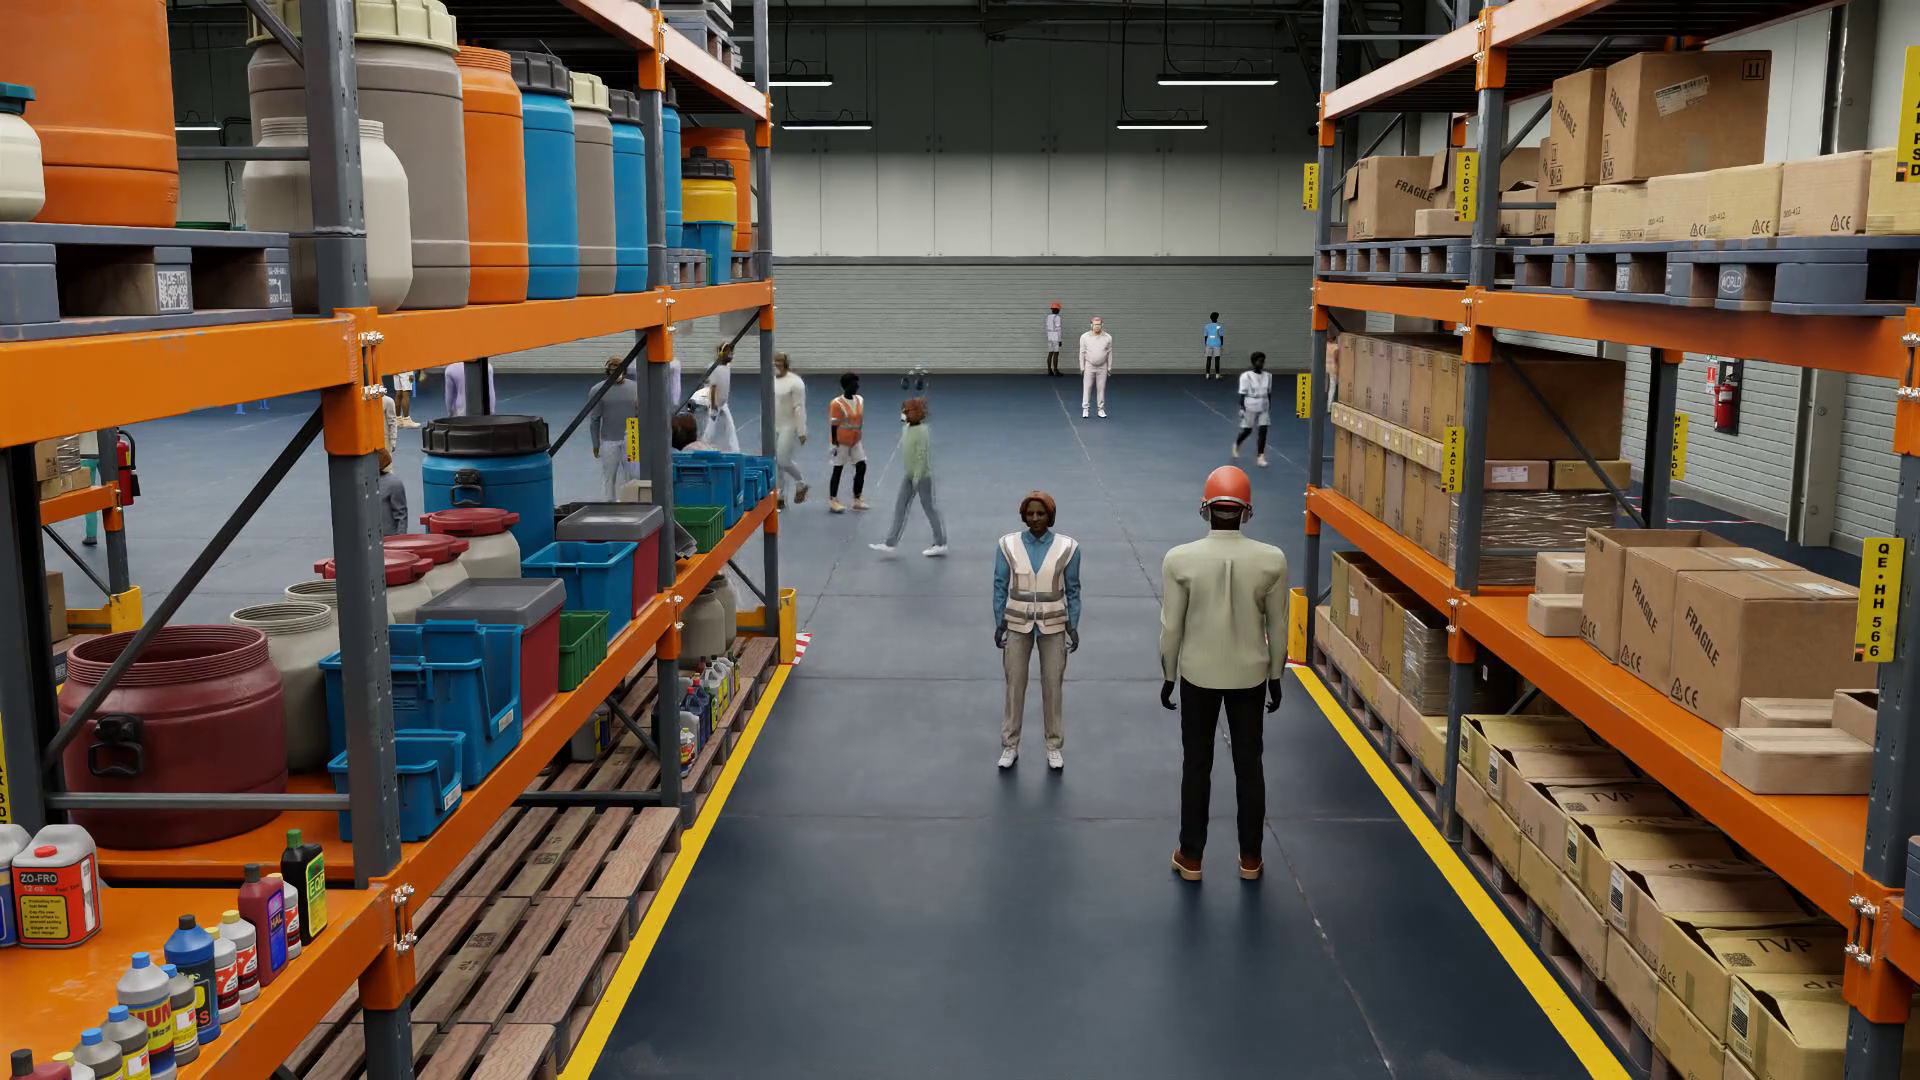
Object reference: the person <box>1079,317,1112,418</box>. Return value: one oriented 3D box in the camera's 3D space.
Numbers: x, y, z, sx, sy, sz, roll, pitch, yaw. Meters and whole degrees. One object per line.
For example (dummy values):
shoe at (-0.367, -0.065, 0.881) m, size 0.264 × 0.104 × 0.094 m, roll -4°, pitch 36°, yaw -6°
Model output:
person at (2.598, -3.288, 31.737) m, size 0.640 × 1.910 × 0.401 m, roll -1°, pitch 10°, yaw -5°

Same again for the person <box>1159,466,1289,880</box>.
person at (1.257, 0.638, 7.962) m, size 0.614 × 1.994 × 0.381 m, roll 0°, pitch 9°, yaw 0°

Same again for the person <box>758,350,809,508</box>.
person at (-2.097, -1.320, 19.915) m, size 0.659 × 1.916 × 0.499 m, roll 8°, pitch 12°, yaw 40°

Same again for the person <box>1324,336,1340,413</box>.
person at (7.281, -3.298, 32.634) m, size 0.523 × 1.626 × 0.367 m, roll 6°, pitch 11°, yaw 32°

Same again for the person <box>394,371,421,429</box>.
person at (-9.943, -3.024, 29.751) m, size 0.614 × 2.042 × 0.373 m, roll 9°, pitch 13°, yaw 42°

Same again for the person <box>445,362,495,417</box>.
person at (-6.704, -1.778, 22.772) m, size 0.644 × 1.879 × 1.037 m, roll -3°, pitch 10°, yaw -18°

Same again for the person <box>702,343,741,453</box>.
person at (-3.395, -1.922, 23.877) m, size 0.916 × 1.801 × 0.553 m, roll 4°, pitch 10°, yaw 23°

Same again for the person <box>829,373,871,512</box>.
person at (-1.324, -1.150, 19.659) m, size 0.577 × 1.660 × 0.551 m, roll 8°, pitch 13°, yaw 41°

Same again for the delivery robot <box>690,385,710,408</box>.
delivery robot at (-5.006, -2.820, 32.827) m, size 0.707 × 0.478 × 0.477 m, roll 9°, pitch 13°, yaw 41°

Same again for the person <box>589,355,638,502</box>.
person at (-3.796, -1.091, 18.512) m, size 0.627 × 1.933 × 0.357 m, roll -3°, pitch 10°, yaw -19°

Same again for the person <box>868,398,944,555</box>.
person at (-0.519, -0.623, 16.703) m, size 0.829 × 1.592 × 0.543 m, roll -5°, pitch 11°, yaw -29°

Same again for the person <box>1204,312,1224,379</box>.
person at (6.456, -4.940, 42.261) m, size 0.533 × 1.698 × 0.318 m, roll 6°, pitch 11°, yaw 30°

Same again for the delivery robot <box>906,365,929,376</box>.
delivery robot at (-1.000, -3.994, 39.082) m, size 0.335 × 0.223 × 0.698 m, roll 6°, pitch 12°, yaw 34°

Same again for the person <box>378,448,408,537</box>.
person at (-4.409, 0.041, 12.615) m, size 0.501 × 1.632 × 0.285 m, roll 4°, pitch 10°, yaw 22°

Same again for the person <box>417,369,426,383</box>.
person at (-13.406, -4.780, 40.406) m, size 0.827 × 2.000 × 0.689 m, roll 7°, pitch 12°, yaw 38°

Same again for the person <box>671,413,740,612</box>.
person at (-2.124, -0.101, 13.026) m, size 0.938 × 1.795 × 0.615 m, roll 0°, pitch 9°, yaw 0°

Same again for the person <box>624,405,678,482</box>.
person at (-2.525, -0.350, 14.138) m, size 0.566 × 1.902 × 0.889 m, roll 4°, pitch 10°, yaw 25°

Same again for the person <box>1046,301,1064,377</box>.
person at (2.471, -5.228, 43.267) m, size 0.361 × 1.938 × 0.545 m, roll -6°, pitch 11°, yaw -34°

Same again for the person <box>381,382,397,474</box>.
person at (-6.981, -1.172, 19.883) m, size 0.507 × 1.631 × 0.273 m, roll 1°, pitch 10°, yaw 8°

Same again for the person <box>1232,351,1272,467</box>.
person at (4.282, -1.932, 24.303) m, size 0.540 × 1.678 × 0.666 m, roll -3°, pitch 10°, yaw -19°

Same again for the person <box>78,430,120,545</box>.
person at (-9.097, -0.835, 17.476) m, size 0.525 × 1.765 × 0.329 m, roll -8°, pitch 12°, yaw -39°

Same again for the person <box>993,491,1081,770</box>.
person at (0.446, 0.522, 9.713) m, size 0.513 × 1.642 × 0.313 m, roll 1°, pitch 10°, yaw 6°

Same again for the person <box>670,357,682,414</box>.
person at (-4.412, -2.056, 24.456) m, size 0.641 × 1.882 × 0.769 m, roll 2°, pitch 10°, yaw 10°
